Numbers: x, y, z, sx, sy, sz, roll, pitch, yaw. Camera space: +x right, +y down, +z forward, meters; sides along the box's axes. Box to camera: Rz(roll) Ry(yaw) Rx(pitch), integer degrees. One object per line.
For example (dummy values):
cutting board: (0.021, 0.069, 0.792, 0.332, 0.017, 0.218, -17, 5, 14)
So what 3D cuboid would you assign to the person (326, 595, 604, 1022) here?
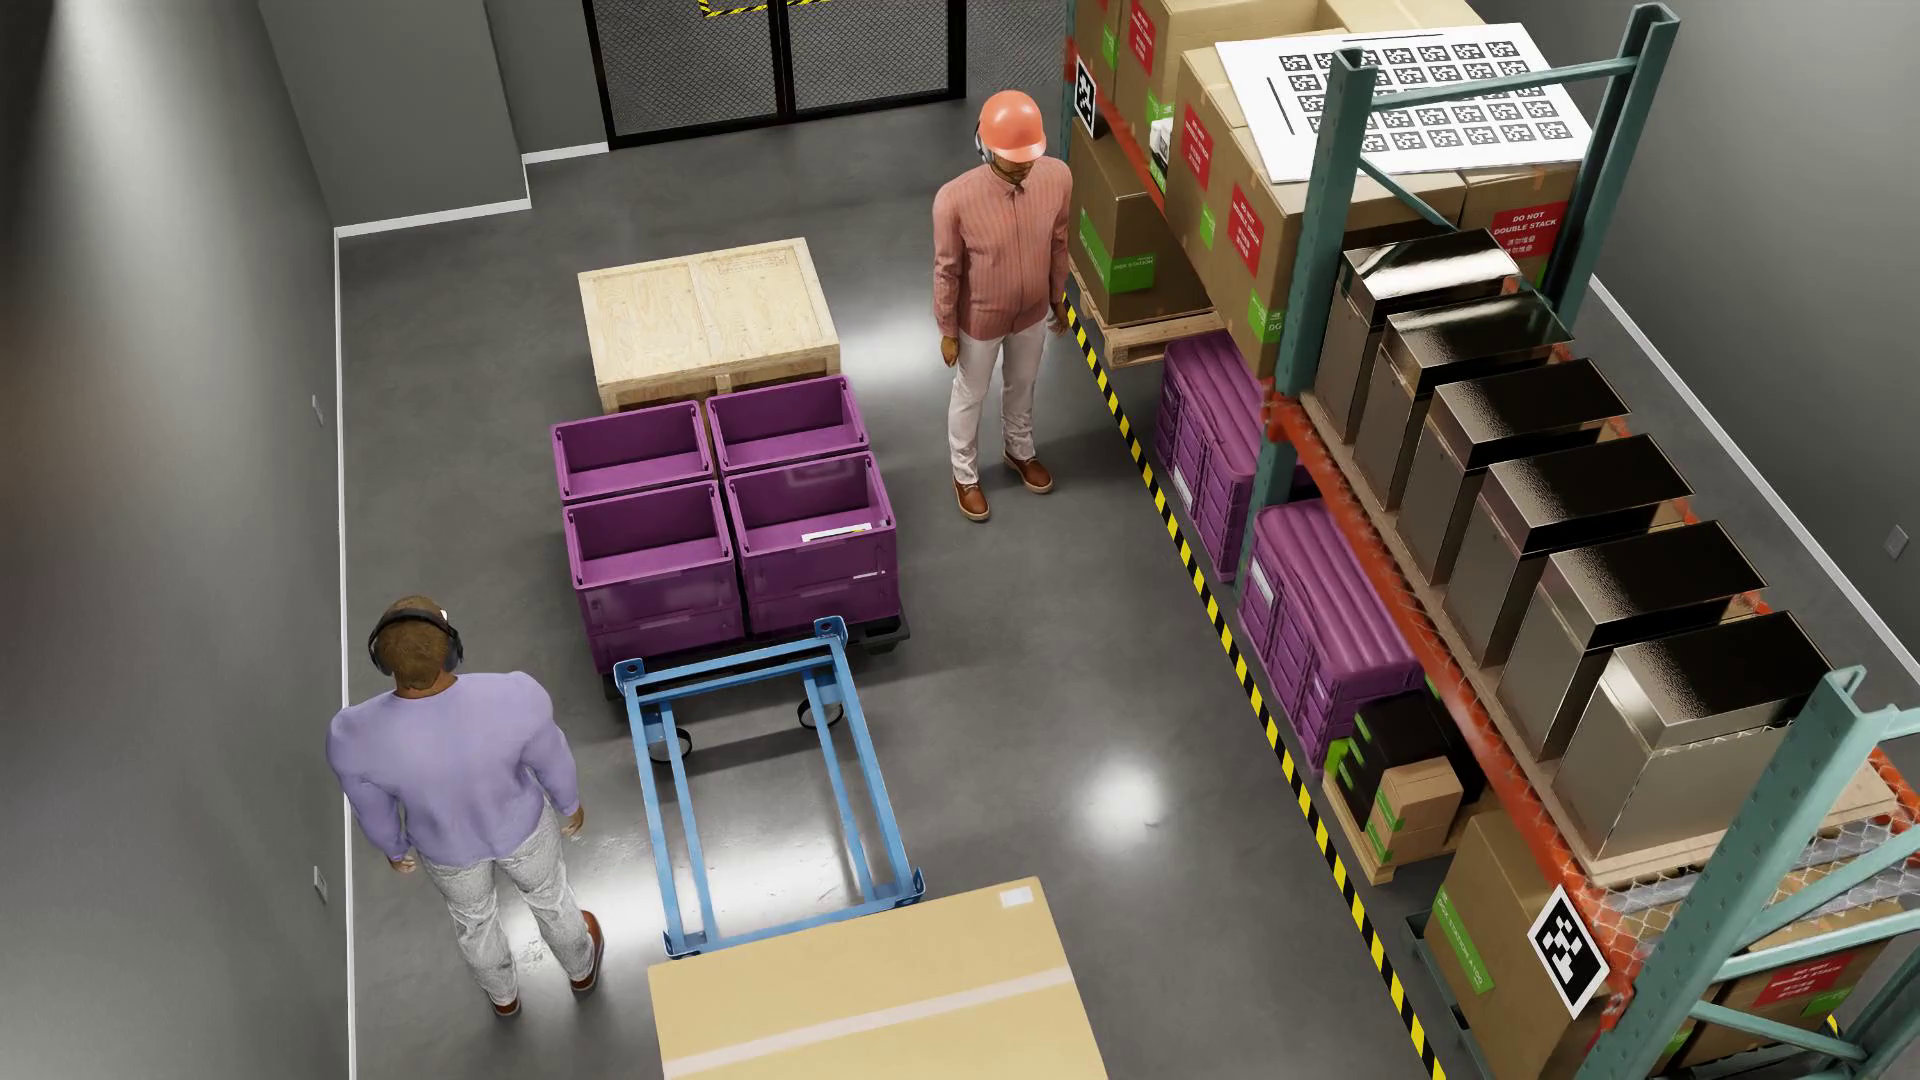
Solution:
person: (-1.466, 0.866, 5.091, 0.635, 1.937, 0.353, -13, 49, -12)

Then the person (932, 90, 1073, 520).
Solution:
person: (0.176, -0.928, 6.701, 0.609, 1.995, 0.375, -23, 51, -19)
